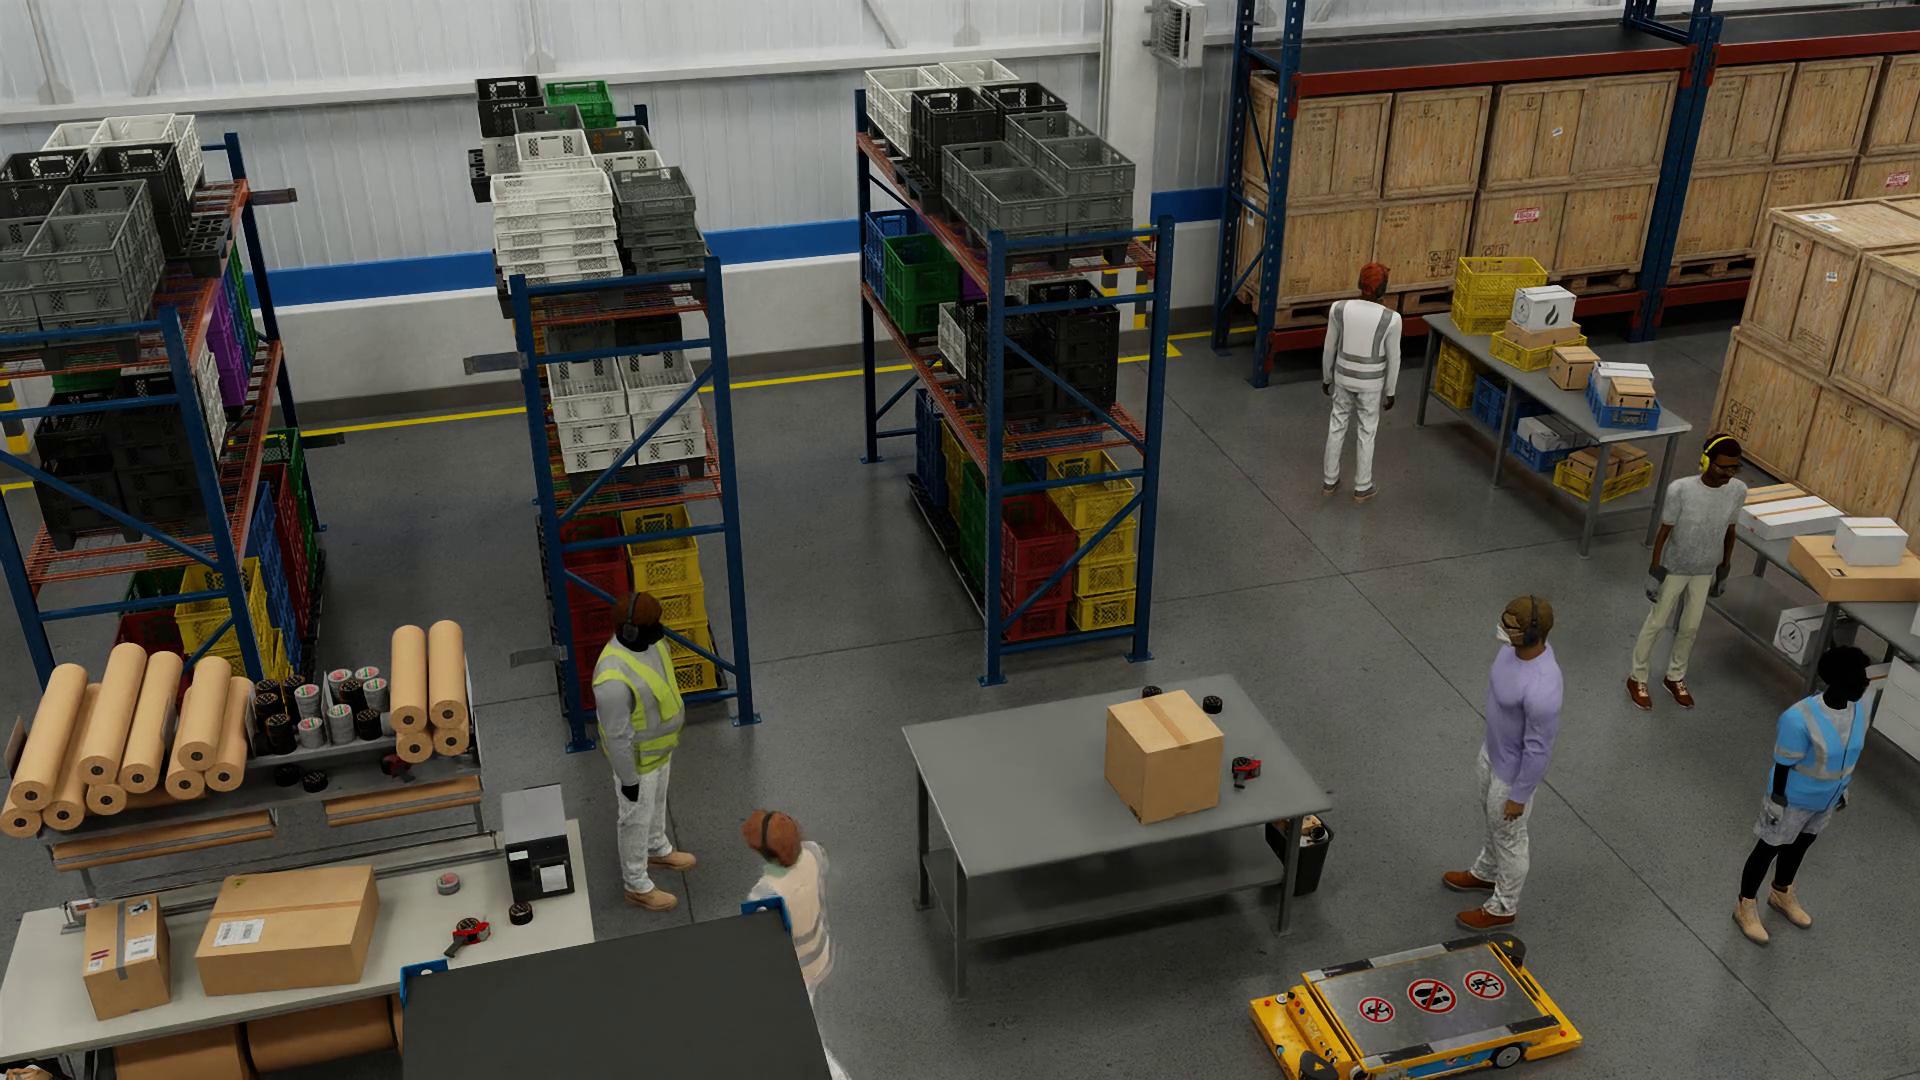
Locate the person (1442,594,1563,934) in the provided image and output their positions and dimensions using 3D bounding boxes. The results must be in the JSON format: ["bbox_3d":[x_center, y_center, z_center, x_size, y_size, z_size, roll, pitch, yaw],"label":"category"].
[{"bbox_3d":[2.767,1.122,8.372,0.359,1.938,0.632,2,29,4],"label":"person"}]

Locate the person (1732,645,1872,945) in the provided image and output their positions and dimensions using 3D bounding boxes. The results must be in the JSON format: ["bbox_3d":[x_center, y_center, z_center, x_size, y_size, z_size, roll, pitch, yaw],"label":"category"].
[{"bbox_3d":[4.258,1.266,8.357,0.535,1.699,0.318,-11,31,-20],"label":"person"}]

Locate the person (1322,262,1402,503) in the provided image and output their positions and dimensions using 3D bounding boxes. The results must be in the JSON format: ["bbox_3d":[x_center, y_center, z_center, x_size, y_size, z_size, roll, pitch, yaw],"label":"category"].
[{"bbox_3d":[3.036,-1.198,12.647,0.584,1.884,0.342,17,33,28],"label":"person"}]

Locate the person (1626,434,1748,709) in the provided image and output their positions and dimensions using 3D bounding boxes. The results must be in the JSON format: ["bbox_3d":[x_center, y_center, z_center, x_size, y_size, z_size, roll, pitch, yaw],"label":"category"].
[{"bbox_3d":[4.443,0.194,10.148,0.519,1.862,0.318,-1,29,-1],"label":"person"}]

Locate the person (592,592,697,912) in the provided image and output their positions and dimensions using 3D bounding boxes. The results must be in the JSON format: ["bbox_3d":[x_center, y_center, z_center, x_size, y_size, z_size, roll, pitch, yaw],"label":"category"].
[{"bbox_3d":[-1.622,1.070,8.580,0.430,1.837,0.629,4,29,8],"label":"person"}]

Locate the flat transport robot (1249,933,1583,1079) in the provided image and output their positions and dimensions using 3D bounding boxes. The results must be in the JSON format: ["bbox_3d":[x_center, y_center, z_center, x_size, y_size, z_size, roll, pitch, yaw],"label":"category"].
[{"bbox_3d":[2.184,2.282,7.980,1.431,0.197,0.652,-8,30,-14],"label":"flat transport robot"}]

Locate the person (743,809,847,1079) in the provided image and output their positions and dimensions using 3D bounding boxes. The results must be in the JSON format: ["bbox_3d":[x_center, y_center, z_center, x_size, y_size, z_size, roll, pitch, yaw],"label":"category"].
[{"bbox_3d":[-0.685,1.891,7.314,0.720,1.610,0.514,16,33,26],"label":"person"}]
